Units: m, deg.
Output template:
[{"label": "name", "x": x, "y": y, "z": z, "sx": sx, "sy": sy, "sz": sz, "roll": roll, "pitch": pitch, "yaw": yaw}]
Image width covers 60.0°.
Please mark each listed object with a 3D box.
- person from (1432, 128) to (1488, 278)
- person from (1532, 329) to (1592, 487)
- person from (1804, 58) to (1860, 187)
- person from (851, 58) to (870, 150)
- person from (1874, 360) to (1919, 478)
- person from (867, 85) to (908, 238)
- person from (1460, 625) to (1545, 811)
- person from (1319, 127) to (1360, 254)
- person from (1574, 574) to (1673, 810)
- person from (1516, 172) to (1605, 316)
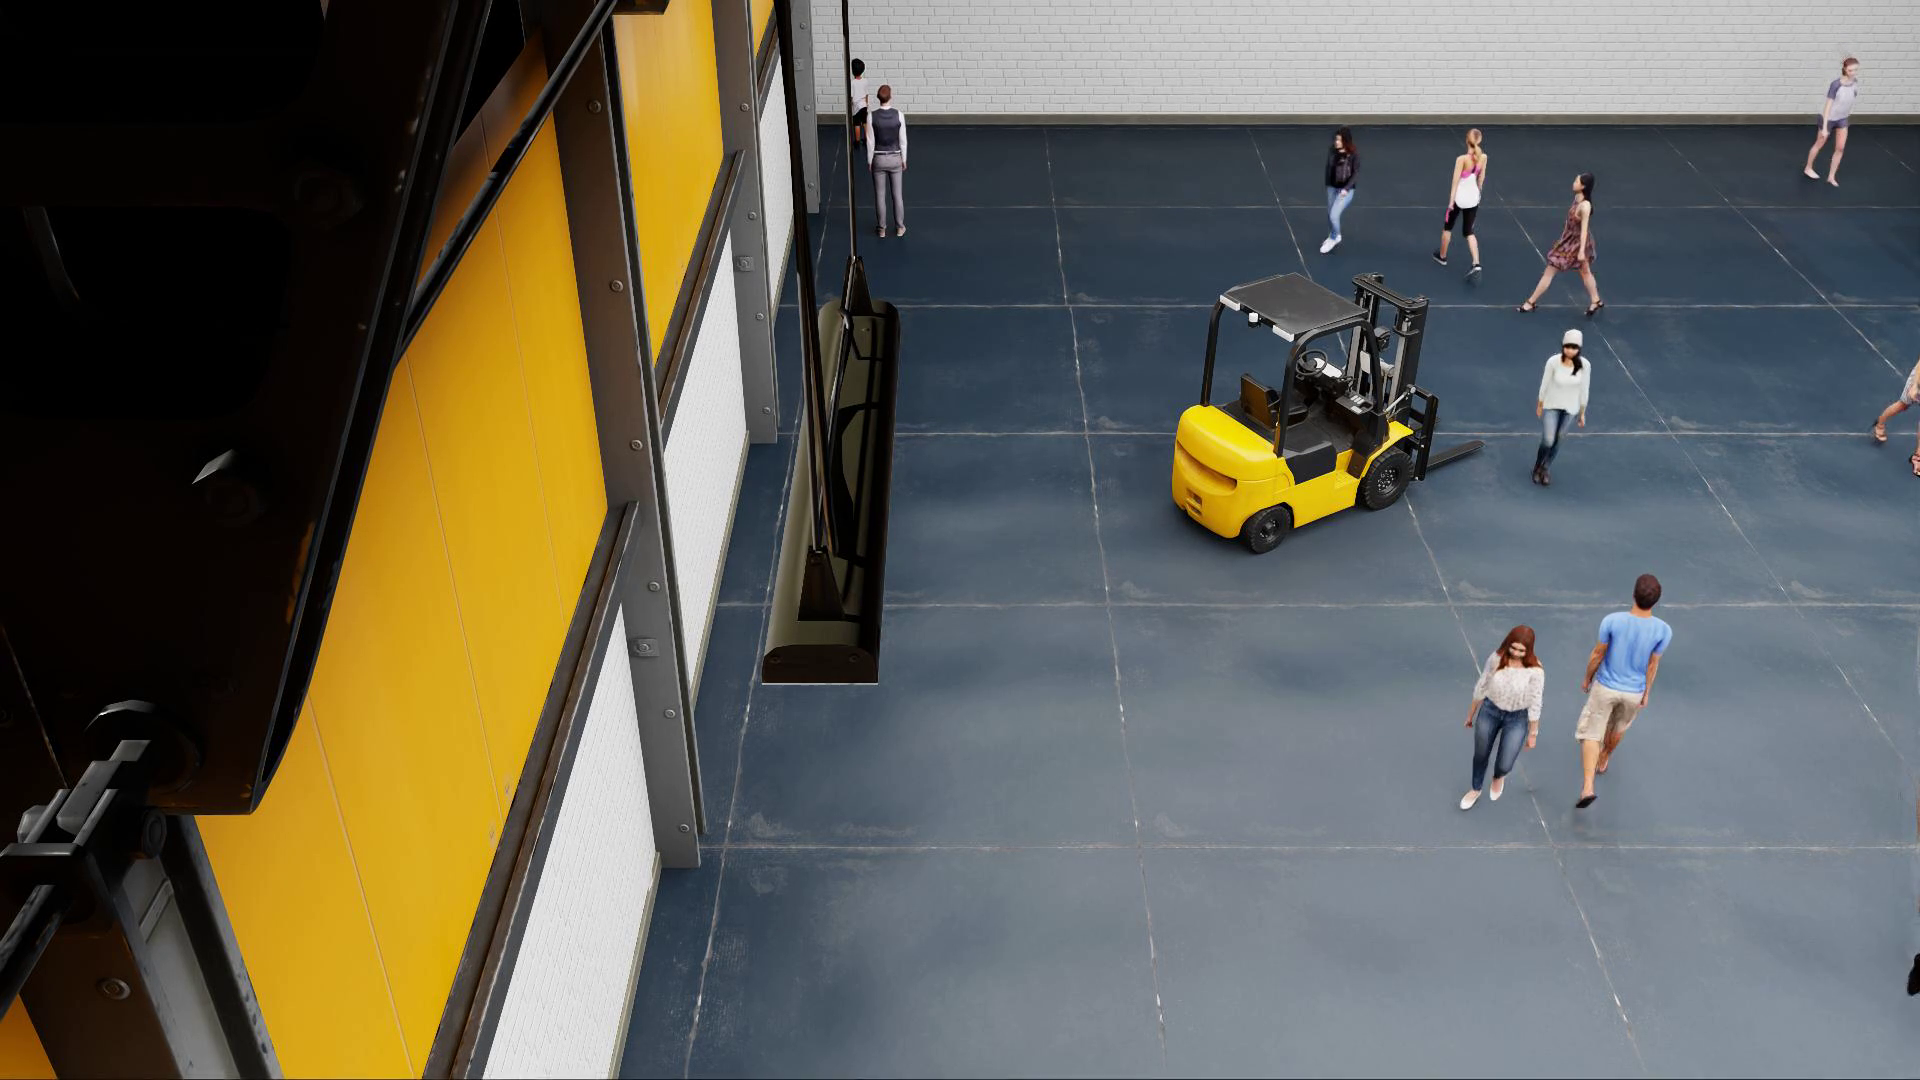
[{"label": "person", "x": 6.056, "y": -3.979, "z": 19.796, "sx": 0.873, "sy": 1.756, "sz": 1.206, "roll": -10, "pitch": 35, "yaw": -15}, {"label": "person", "x": 5.712, "y": -1.294, "z": 15.867, "sx": 0.607, "sy": 1.636, "sz": 0.603, "roll": 2, "pitch": 34, "yaw": 4}, {"label": "person", "x": 11.726, "y": -5.662, "z": 22.361, "sx": 0.683, "sy": 1.721, "sz": 0.893, "roll": -10, "pitch": 35, "yaw": -14}, {"label": "person", "x": -1.435, "y": -6.186, "z": 23.566, "sx": 0.571, "sy": 1.259, "sz": 0.614, "roll": -22, "pitch": 39, "yaw": -29}, {"label": "person", "x": 9.319, "y": -1.556, "z": 16.132, "sx": 0.708, "sy": 1.778, "sz": 1.081, "roll": -6, "pitch": 34, "yaw": -8}, {"label": "person", "x": -0.911, "y": -4.744, "z": 20.784, "sx": 0.666, "sy": 1.937, "sz": 0.574, "roll": -2, "pitch": 34, "yaw": -3}, {"label": "person", "x": 3.944, "y": 1.255, "z": 11.964, "sx": 0.811, "sy": 1.710, "sz": 0.856, "roll": 26, "pitch": 41, "yaw": 33}, {"label": "person", "x": 4.707, "y": -4.290, "z": 20.405, "sx": 0.911, "sy": 1.601, "sz": 0.855, "roll": -19, "pitch": 38, "yaw": -26}, {"label": "person", "x": 4.773, "y": 1.127, "z": 12.043, "sx": 0.856, "sy": 1.836, "sz": 1.220, "roll": 9, "pitch": 35, "yaw": 13}, {"label": "person", "x": 7.011, "y": -3.275, "z": 18.772, "sx": 0.798, "sy": 1.717, "sz": 1.163, "roll": 5, "pitch": 34, "yaw": 7}]
